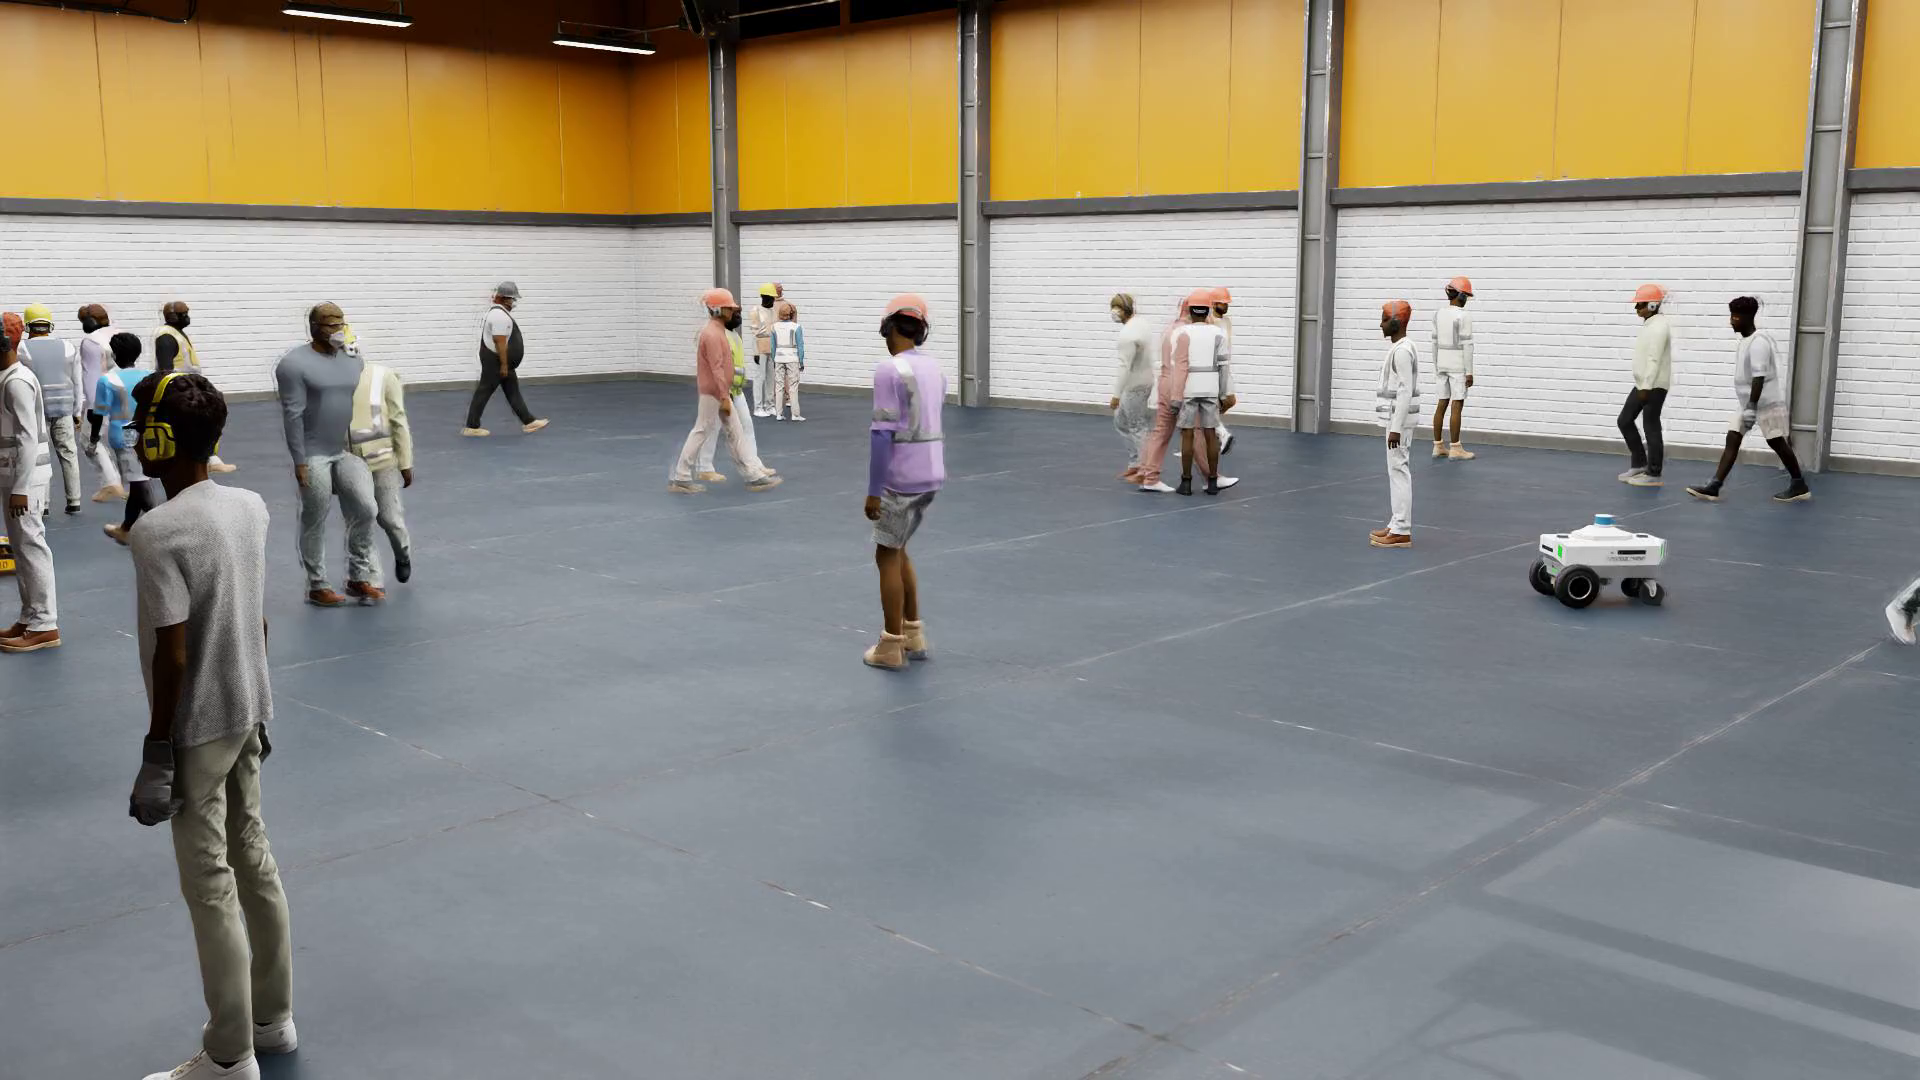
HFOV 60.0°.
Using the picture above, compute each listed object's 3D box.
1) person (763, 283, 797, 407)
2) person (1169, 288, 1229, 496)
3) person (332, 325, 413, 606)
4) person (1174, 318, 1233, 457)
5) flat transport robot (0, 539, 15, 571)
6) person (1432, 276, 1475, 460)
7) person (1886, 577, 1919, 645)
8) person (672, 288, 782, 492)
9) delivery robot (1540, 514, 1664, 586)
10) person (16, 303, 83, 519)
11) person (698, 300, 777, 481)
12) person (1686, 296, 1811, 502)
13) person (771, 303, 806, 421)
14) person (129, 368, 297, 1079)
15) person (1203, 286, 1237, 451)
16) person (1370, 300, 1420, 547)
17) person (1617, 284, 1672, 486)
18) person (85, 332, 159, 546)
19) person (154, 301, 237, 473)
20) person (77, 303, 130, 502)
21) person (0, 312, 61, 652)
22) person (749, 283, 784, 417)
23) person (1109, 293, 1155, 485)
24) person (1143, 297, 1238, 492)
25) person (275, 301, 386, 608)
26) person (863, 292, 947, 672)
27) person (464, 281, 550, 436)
[{"bbox_3d":[-2.802,-2.974,25.454,0.639,1.911,0.406,-4,10,-23],"label":"person"},{"bbox_3d":[2.229,-1.383,15.609,0.550,1.935,0.375,-1,9,-3],"label":"person"},{"bbox_3d":[-3.808,-0.499,10.637,0.619,1.793,0.640,0,9,-3],"label":"person"},{"bbox_3d":[2.724,-1.710,18.591,0.585,1.619,0.519,7,11,36],"label":"person"},{"bbox_3d":[-7.276,0.077,11.750,1.431,0.197,0.652,6,11,34],"label":"flat transport robot"},{"bbox_3d":[5.516,-1.910,18.538,0.382,2.037,0.606,-4,10,-25],"label":"person"},{"bbox_3d":[5.554,-0.208,9.084,0.496,1.718,0.796,-4,10,-23],"label":"person"},{"bbox_3d":[-2.258,-1.398,15.707,1.053,1.933,0.638,0,9,-1],"label":"person"},{"bbox_3d":[4.080,0.080,10.576,0.707,0.478,0.477,0,9,-3],"label":"delivery robot"},{"bbox_3d":[-7.783,-1.094,14.159,0.404,1.833,0.592,8,12,40],"label":"person"},{"bbox_3d":[-2.239,-1.467,16.539,0.856,1.810,0.649,3,10,17],"label":"person"},{"bbox_3d":[7.256,-1.265,15.093,1.088,1.880,0.610,1,9,5],"label":"person"},{"bbox_3d":[-2.399,-2.464,23.148,0.515,1.641,0.309,4,10,24],"label":"person"},{"bbox_3d":[-1.952,0.498,4.281,0.328,1.872,0.514,1,9,5],"label":"person"},{"bbox_3d":[2.987,-1.998,19.431,0.460,1.918,0.561,9,13,43],"label":"person"},{"bbox_3d":[3.340,-0.885,12.715,0.337,1.882,0.584,2,10,14],"label":"person"},{"bbox_3d":[6.683,-1.505,16.259,0.515,1.977,0.617,1,9,6],"label":"person"},{"bbox_3d":[-6.183,-0.708,12.341,0.884,1.641,0.537,4,10,25],"label":"person"},{"bbox_3d":[-8.090,-1.569,17.199,0.953,1.798,0.641,-2,10,-14],"label":"person"},{"bbox_3d":[-7.714,-1.231,15.075,0.588,1.805,0.744,1,9,5],"label":"person"},{"bbox_3d":[-5.269,-0.323,9.280,0.356,1.883,0.574,-7,12,-36],"label":"person"},{"bbox_3d":[-2.771,-2.727,23.899,0.387,1.922,0.594,6,11,33],"label":"person"},{"bbox_3d":[1.685,-1.458,16.217,0.531,1.888,0.672,2,9,11],"label":"person"},{"bbox_3d":[2.190,-1.368,15.756,0.957,1.854,0.657,-1,9,-9],"label":"person"},{"bbox_3d":[-3.895,-0.514,10.328,0.619,1.917,0.642,7,11,35],"label":"person"},{"bbox_3d":[-0.298,-0.314,8.892,0.419,1.996,0.635,4,10,26],"label":"person"},{"bbox_3d":[-5.808,-2.328,21.086,1.084,2.000,0.686,-2,9,-10],"label":"person"}]
